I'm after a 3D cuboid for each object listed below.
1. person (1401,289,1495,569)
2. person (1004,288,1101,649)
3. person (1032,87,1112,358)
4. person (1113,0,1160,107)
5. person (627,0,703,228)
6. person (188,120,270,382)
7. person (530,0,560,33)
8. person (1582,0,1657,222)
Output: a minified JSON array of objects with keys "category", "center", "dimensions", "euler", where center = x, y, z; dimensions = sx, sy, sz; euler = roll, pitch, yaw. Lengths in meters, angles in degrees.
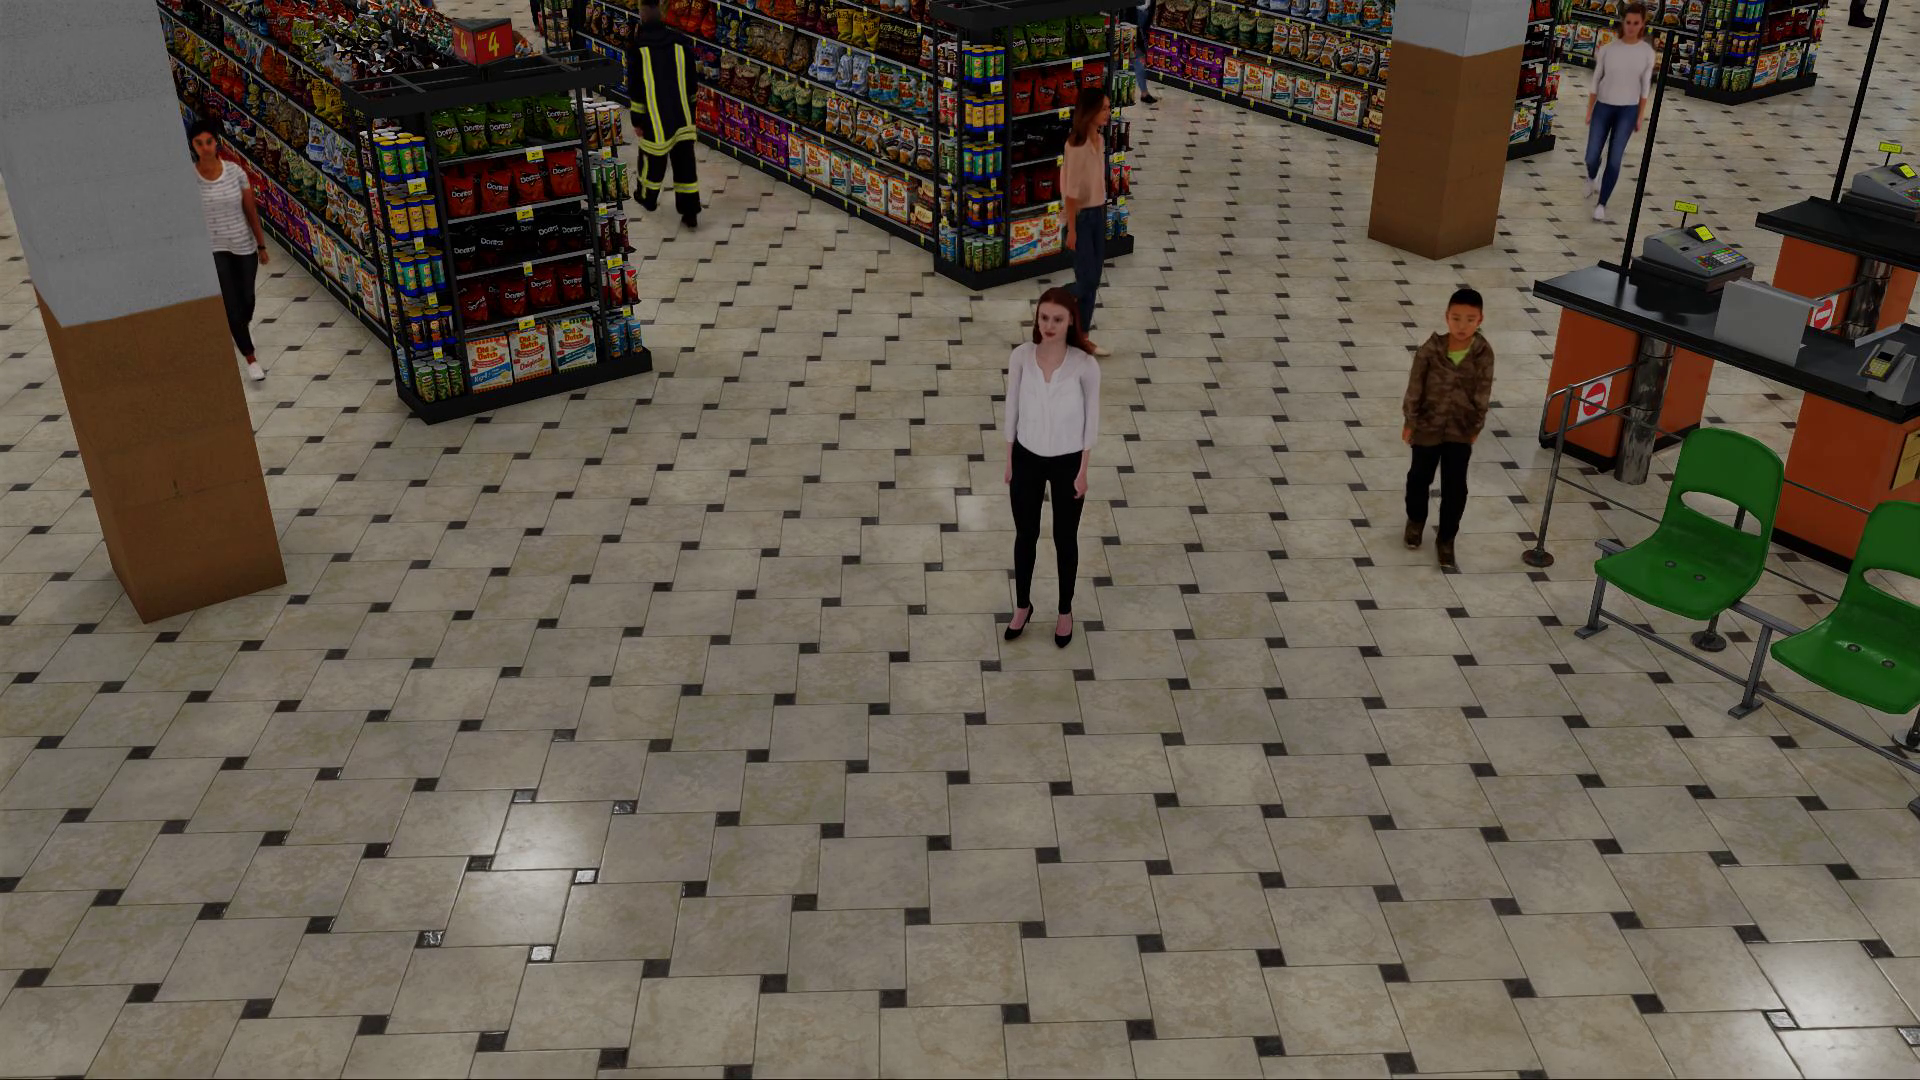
[{"category":"person","center":[2.488,-0.622,8.574],"dimensions":[0.778,1.439,0.834],"euler":[8,30,13]},{"category":"person","center":[0.412,-0.323,7.694],"dimensions":[0.639,1.757,0.725],"euler":[8,30,15]},{"category":"person","center":[0.734,-2.060,10.853],"dimensions":[0.903,1.780,0.775],"euler":[17,33,29]},{"category":"person","center":[1.720,-5.291,16.913],"dimensions":[0.621,1.644,1.102],"euler":[-19,34,-31]},{"category":"person","center":[-2.317,-3.373,13.198],"dimensions":[0.825,1.837,1.067],"euler":[-15,32,-26]},{"category":"person","center":[-4.720,-1.887,10.715],"dimensions":[0.609,1.608,1.095],"euler":[-16,33,-27]},{"category":"person","center":[-5.024,-7.070,19.931],"dimensions":[0.768,1.874,0.838],"euler":[6,29,11]},{"category":"person","center":[5.344,-3.487,13.538],"dimensions":[0.854,1.711,0.879],"euler":[12,31,21]}]
